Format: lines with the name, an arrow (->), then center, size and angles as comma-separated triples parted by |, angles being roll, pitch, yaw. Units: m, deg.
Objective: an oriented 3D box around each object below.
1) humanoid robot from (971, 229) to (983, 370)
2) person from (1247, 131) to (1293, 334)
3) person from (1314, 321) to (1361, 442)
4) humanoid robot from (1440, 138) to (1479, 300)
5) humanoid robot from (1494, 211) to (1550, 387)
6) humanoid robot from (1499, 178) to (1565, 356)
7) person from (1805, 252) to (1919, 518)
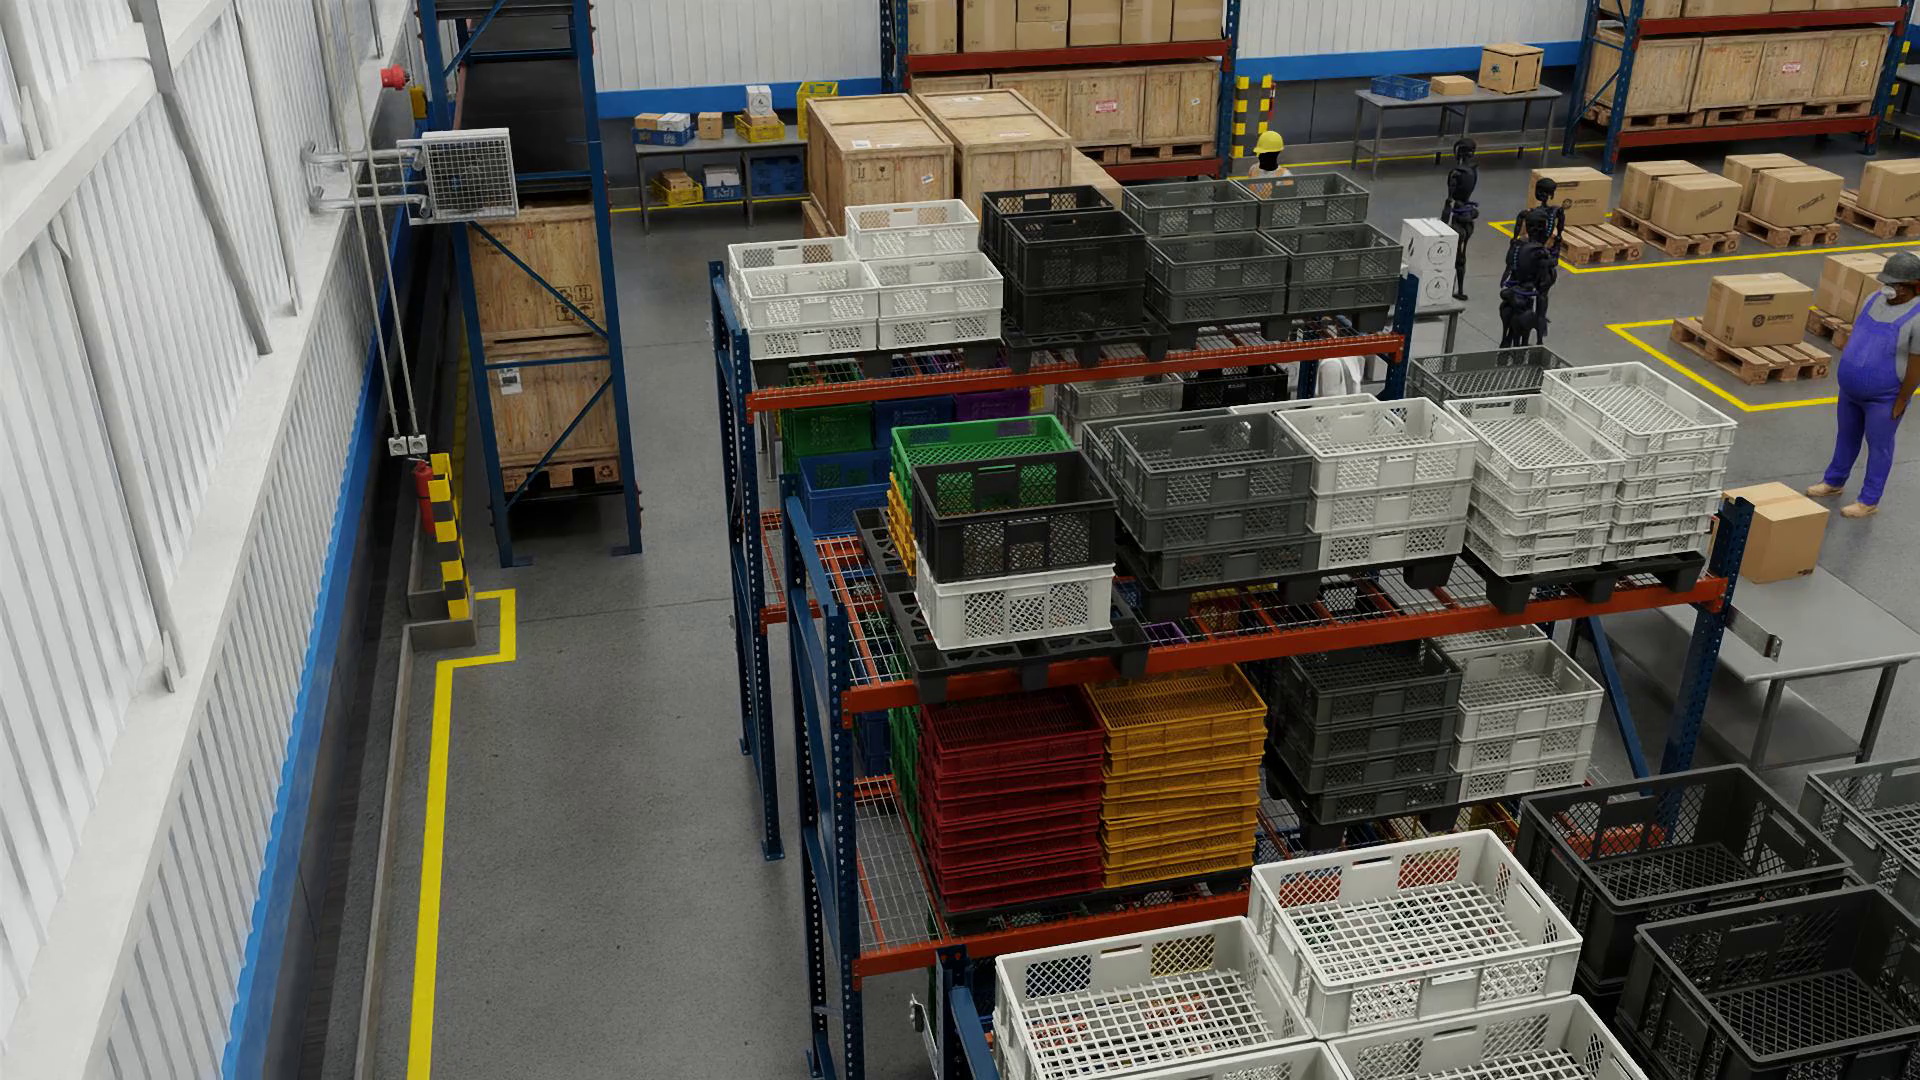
humanoid robot -> 0.077, -1.845, 14.076 | 0.690, 1.646, 0.581 | 0, 28, 1
person -> 2.888, -2.931, 15.830 | 0.366, 1.927, 0.586 | -19, 33, -31
person -> 2.664, -0.791, 11.817 | 0.356, 1.882, 0.571 | 9, 29, 16
humanoid robot -> 4.946, -3.165, 16.540 | 0.352, 1.649, 0.562 | 18, 33, 31
humanoid robot -> 4.871, -2.024, 14.379 | 0.329, 1.658, 0.579 | -6, 28, -11
humanoid robot -> 5.275, -2.508, 15.295 | 0.563, 1.650, 0.352 | -9, 29, -17
person -> 6.787, -1.171, 12.370 | 0.536, 2.000, 0.677 | -7, 29, -14
